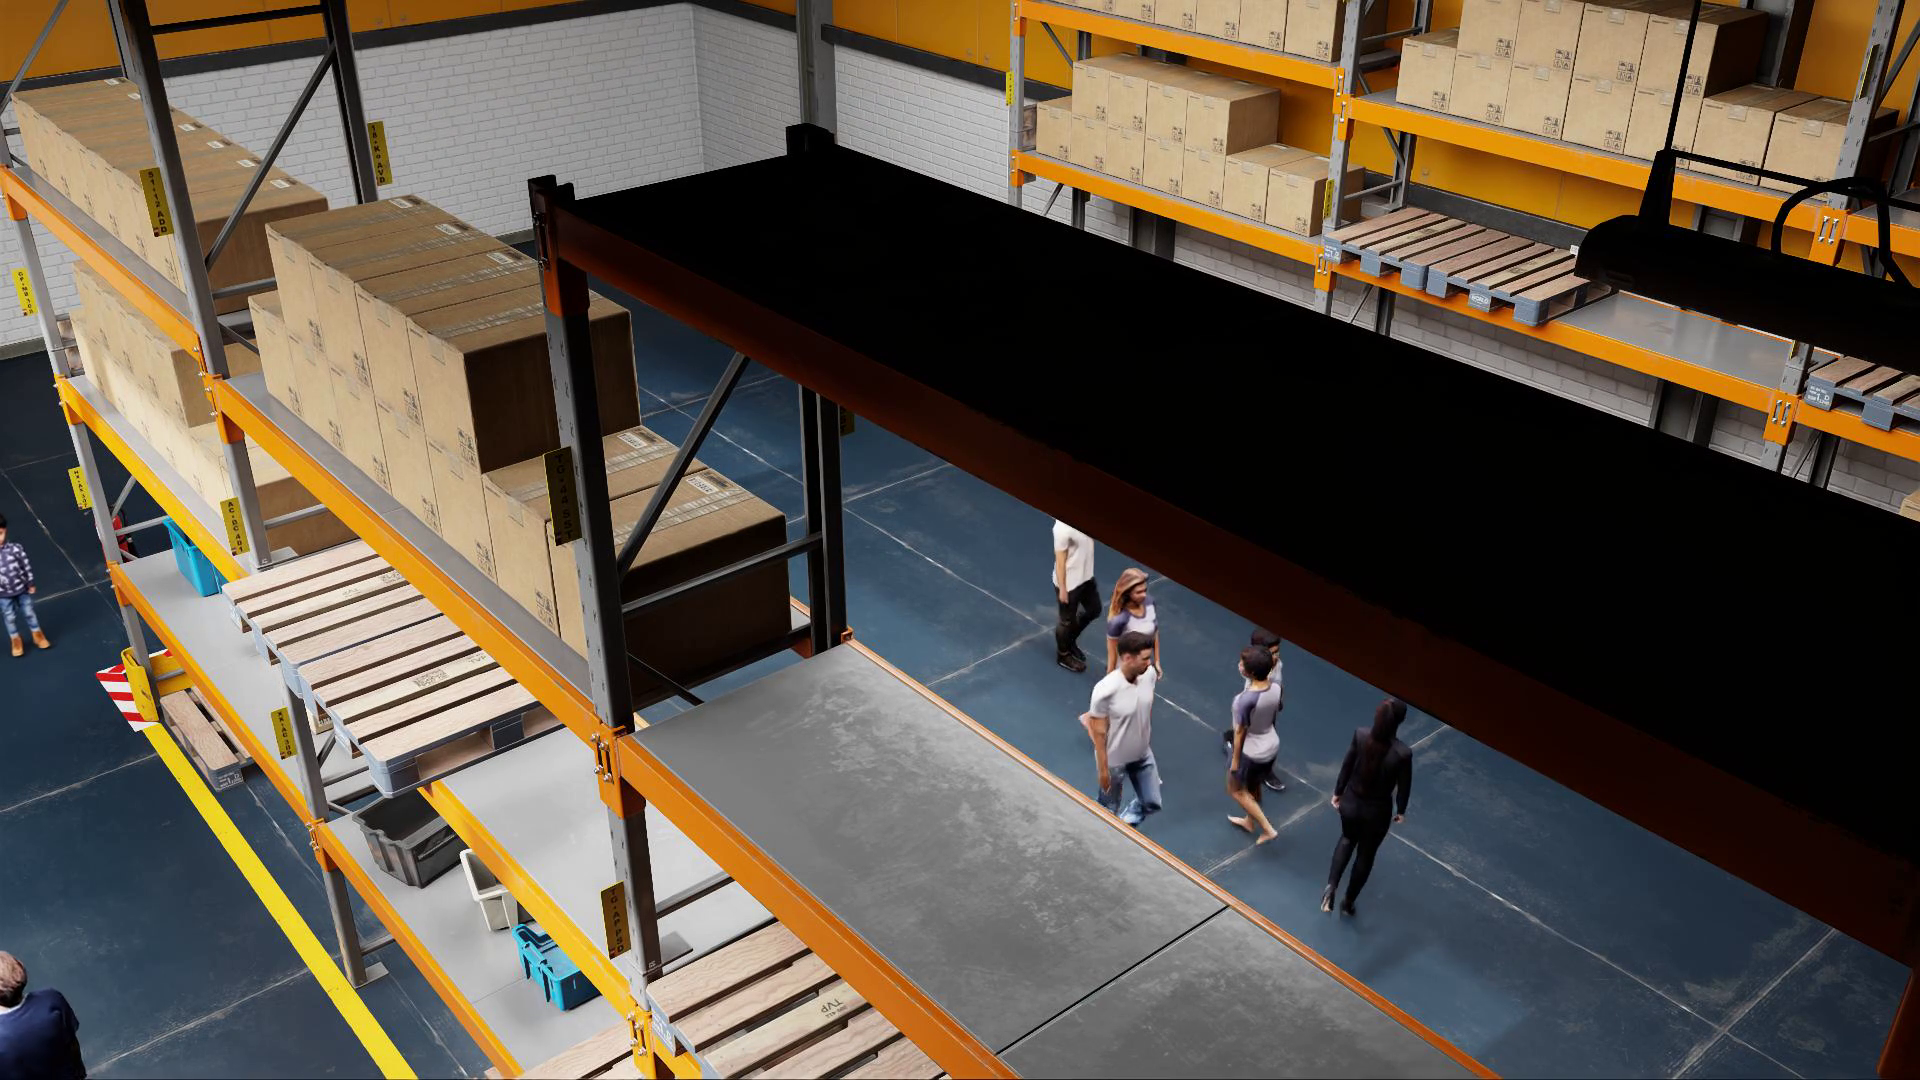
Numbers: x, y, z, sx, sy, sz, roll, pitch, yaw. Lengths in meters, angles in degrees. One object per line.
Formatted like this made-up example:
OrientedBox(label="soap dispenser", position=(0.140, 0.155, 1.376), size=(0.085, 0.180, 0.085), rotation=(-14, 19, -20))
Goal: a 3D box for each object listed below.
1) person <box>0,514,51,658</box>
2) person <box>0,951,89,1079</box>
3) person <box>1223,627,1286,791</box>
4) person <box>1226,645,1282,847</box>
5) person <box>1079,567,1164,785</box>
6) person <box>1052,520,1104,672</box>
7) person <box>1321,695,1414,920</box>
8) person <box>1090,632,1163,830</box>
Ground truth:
OrientedBox(label="person", position=(-7.707, 0.346, 13.495), size=(0.525, 1.248, 0.523), rotation=(-17, 33, -28))
OrientedBox(label="person", position=(-4.516, 2.848, 8.282), size=(0.930, 1.848, 0.766), rotation=(21, 35, 34))
OrientedBox(label="person", position=(2.142, 1.156, 12.018), size=(0.506, 1.241, 0.864), rotation=(-21, 35, -33))
OrientedBox(label="person", position=(2.036, 1.422, 11.210), size=(0.594, 1.547, 0.721), rotation=(-24, 37, -37))
OrientedBox(label="person", position=(1.155, 0.911, 12.000), size=(1.108, 1.688, 0.691), rotation=(23, 36, 36))
OrientedBox(label="person", position=(0.847, 0.249, 13.185), size=(0.666, 1.714, 0.709), rotation=(21, 35, 33))
OrientedBox(label="person", position=(2.536, 1.748, 10.458), size=(0.723, 1.695, 0.764), rotation=(17, 33, 28))
OrientedBox(label="person", position=(1.031, 1.362, 11.010), size=(0.736, 1.843, 0.704), rotation=(-15, 32, -25))
